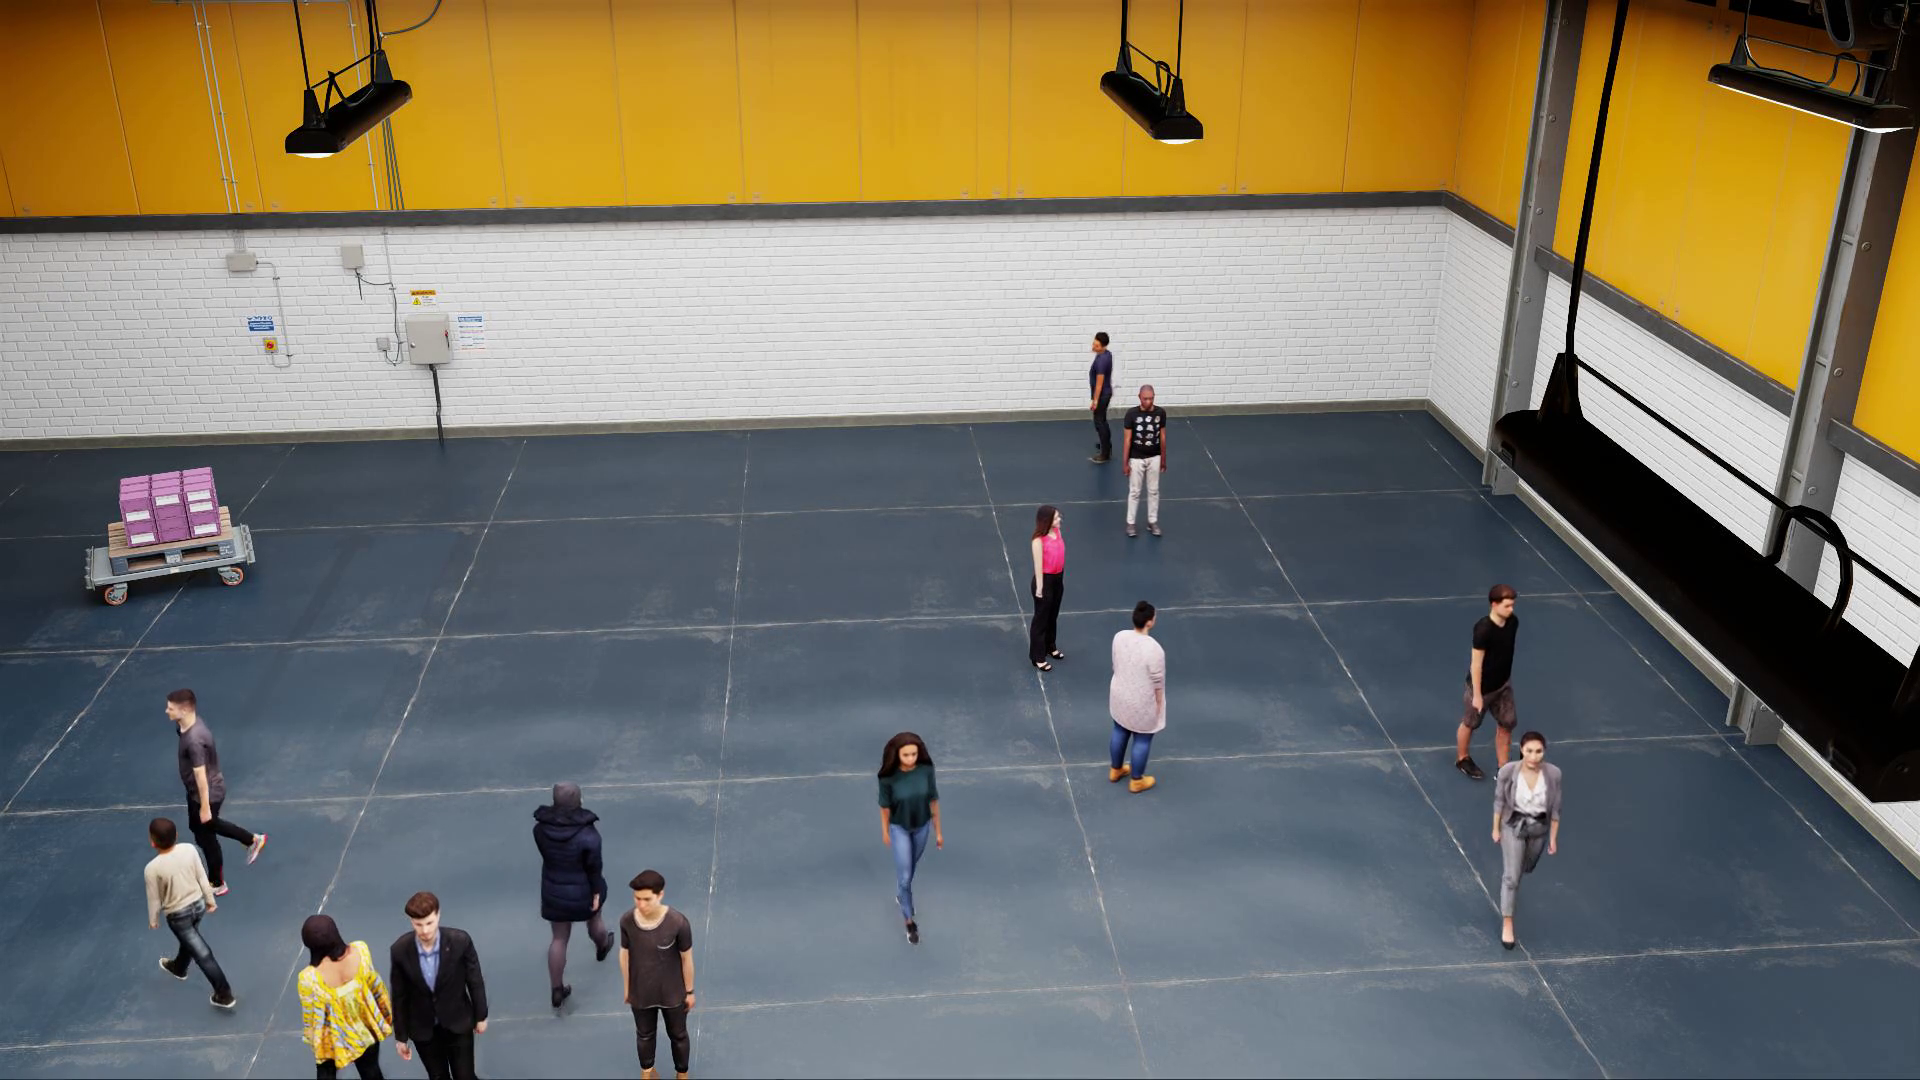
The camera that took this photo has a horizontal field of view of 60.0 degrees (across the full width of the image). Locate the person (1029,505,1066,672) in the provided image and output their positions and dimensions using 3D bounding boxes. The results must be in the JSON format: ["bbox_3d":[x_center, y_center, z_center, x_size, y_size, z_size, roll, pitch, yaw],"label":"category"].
[{"bbox_3d":[0.854,0.439,16.046,0.716,1.654,0.628,14,27,29],"label":"person"}]

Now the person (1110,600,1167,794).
[{"bbox_3d":[1.468,1.299,13.967,0.782,1.743,0.855,22,32,40],"label":"person"}]

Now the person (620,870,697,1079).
[{"bbox_3d":[-1.912,2.809,10.546,0.665,1.717,0.620,3,24,6],"label":"person"}]

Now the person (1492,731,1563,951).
[{"bbox_3d":[4.143,2.114,12.224,0.772,1.645,1.115,3,24,6],"label":"person"}]

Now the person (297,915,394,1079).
[{"bbox_3d":[-3.694,3.032,10.144,0.975,1.630,1.046,-21,31,-40],"label":"person"}]

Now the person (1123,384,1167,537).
[{"bbox_3d":[2.106,-0.929,18.991,0.669,1.801,0.621,-4,24,-8],"label":"person"}]

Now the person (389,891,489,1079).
[{"bbox_3d":[-3.174,2.884,10.174,0.691,1.876,0.621,-4,24,-8],"label":"person"}]

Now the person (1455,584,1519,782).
[{"bbox_3d":[4.427,1.176,14.125,0.938,1.842,1.061,-13,27,-28],"label":"person"}]

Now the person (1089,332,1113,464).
[{"bbox_3d":[1.814,-1.824,21.089,0.904,1.761,0.590,8,25,19],"label":"person"}]

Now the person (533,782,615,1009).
[{"bbox_3d":[-2.725,2.448,11.473,0.836,1.635,1.137,4,24,10],"label":"person"}]

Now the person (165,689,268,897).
[{"bbox_3d":[-5.643,1.896,12.593,0.949,1.750,0.948,-17,29,-33],"label":"person"}]

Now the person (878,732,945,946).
[{"bbox_3d":[-0.399,2.095,12.332,0.744,1.594,0.953,-10,25,-21],"label":"person"}]

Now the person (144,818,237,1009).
[{"bbox_3d":[-5.265,2.592,11.409,0.961,1.422,1.033,12,26,25],"label":"person"}]
